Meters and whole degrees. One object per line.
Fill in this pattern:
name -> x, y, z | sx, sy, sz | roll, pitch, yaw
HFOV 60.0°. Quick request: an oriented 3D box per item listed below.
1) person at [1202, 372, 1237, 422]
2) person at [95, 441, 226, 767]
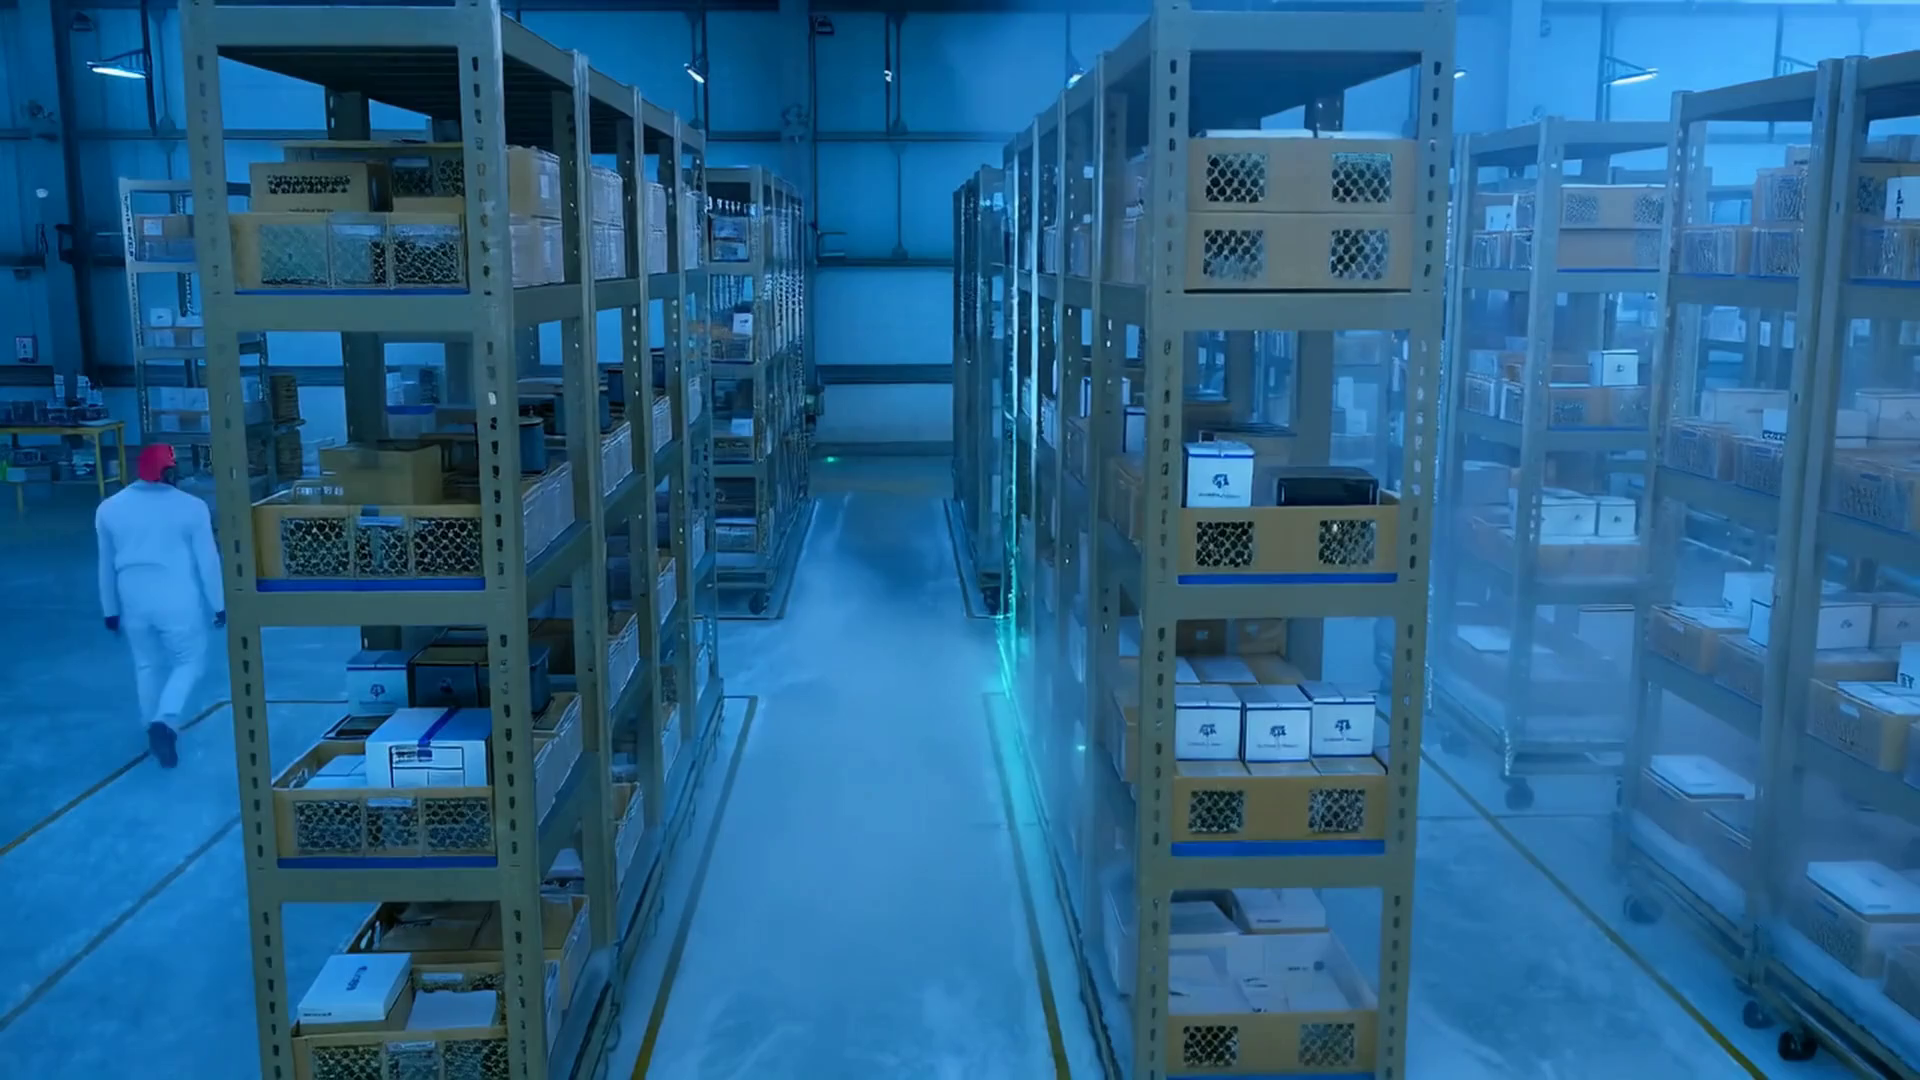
person -> 2.090, -0.336, 13.223 | 0.384, 1.993, 0.623 | 1, 10, 4
person -> -4.588, 0.377, 9.505 | 0.676, 1.874, 0.676 | 0, 10, 2
